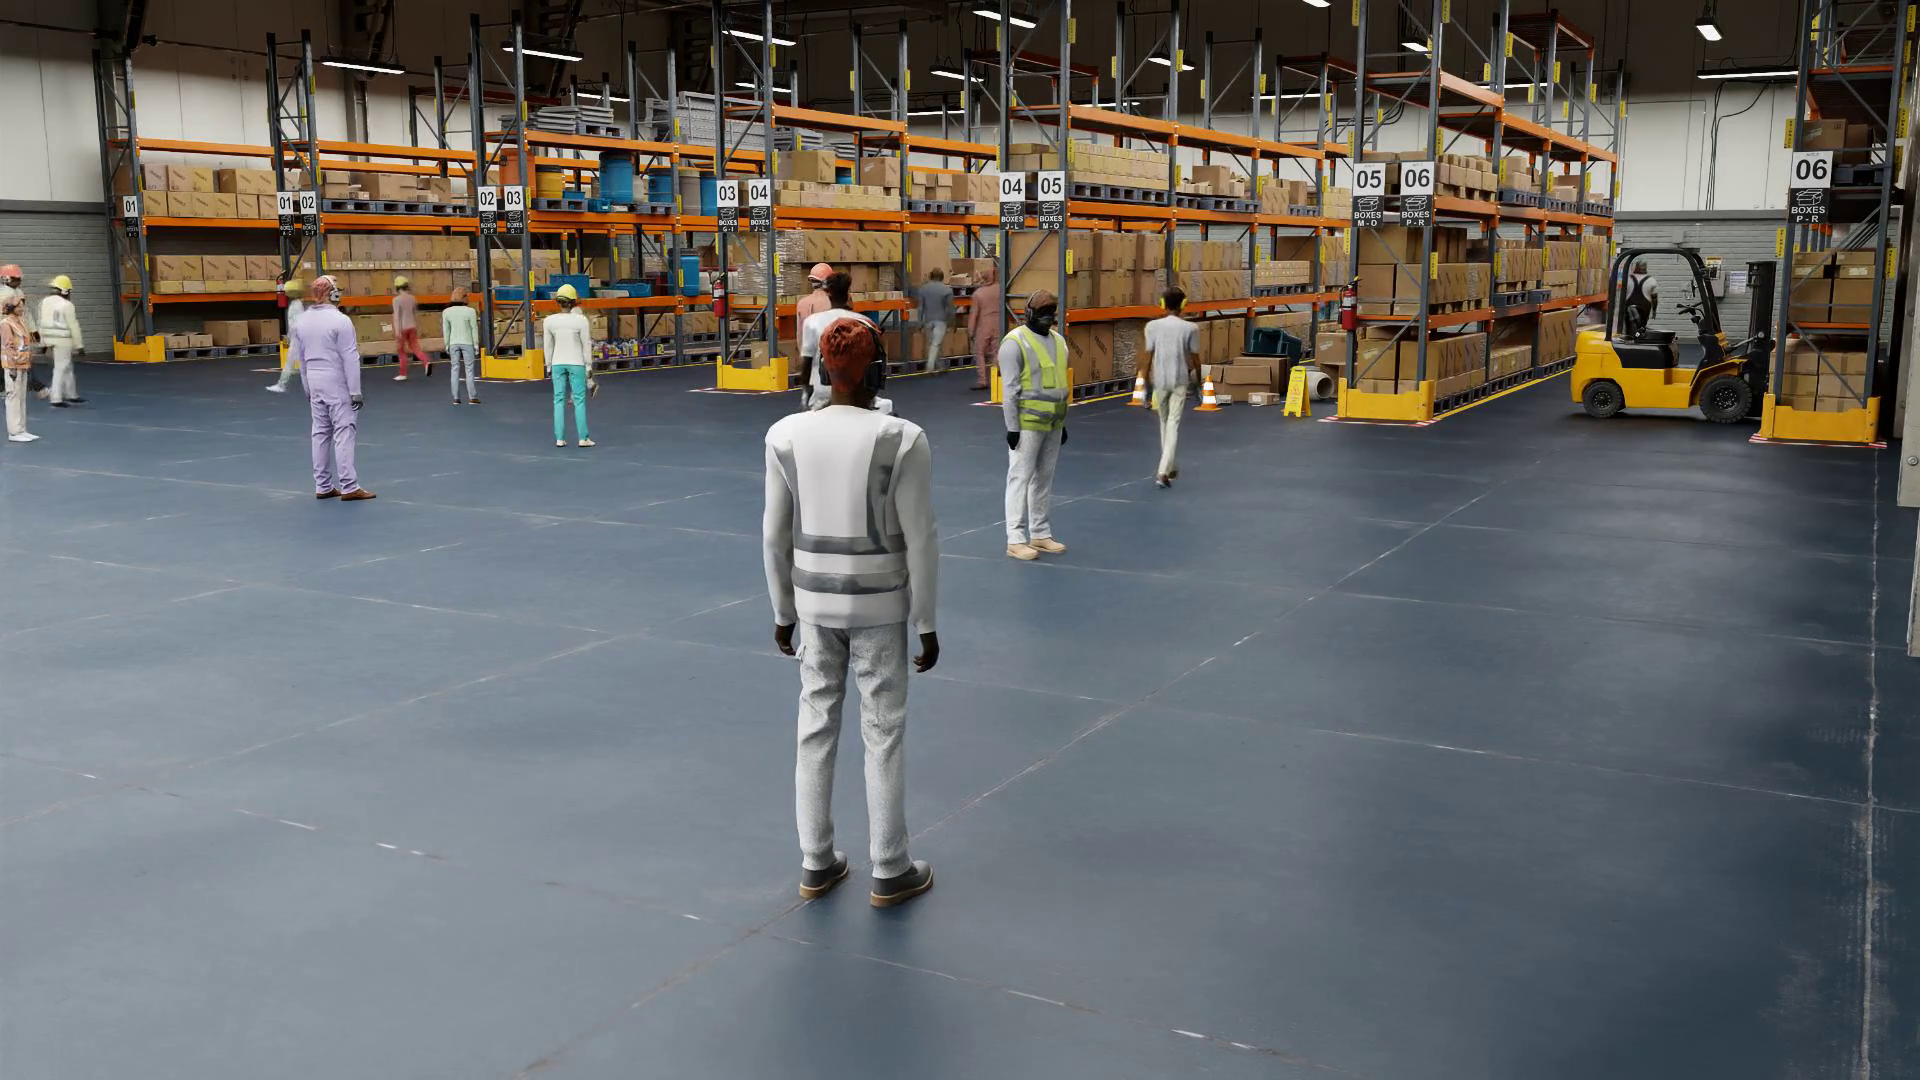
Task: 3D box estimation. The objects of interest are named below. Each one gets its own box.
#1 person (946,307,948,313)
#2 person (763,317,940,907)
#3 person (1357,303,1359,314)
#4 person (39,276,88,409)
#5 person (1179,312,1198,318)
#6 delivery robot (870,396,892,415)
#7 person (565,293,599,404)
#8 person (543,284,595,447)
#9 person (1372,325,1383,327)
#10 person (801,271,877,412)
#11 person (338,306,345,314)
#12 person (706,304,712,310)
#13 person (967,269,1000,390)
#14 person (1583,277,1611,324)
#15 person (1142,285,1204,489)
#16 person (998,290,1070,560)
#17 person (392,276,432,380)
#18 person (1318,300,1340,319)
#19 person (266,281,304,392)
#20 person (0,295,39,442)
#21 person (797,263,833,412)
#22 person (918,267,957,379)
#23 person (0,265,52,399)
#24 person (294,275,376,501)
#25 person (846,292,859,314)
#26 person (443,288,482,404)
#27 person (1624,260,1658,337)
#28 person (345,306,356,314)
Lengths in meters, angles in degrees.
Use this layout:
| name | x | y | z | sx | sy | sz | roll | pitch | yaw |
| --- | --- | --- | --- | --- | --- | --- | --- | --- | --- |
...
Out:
| name | x | y | z | sx | sy | sz | roll | pitch | yaw |
| --- | --- | --- | --- | --- | --- | --- | --- | --- | --- |
| person | -0.377 | -5.082 | 37.001 | 0.547 | 1.683 | 0.371 | 4 | 11 | 24 |
| person | -0.337 | 0.235 | 5.322 | 0.584 | 1.882 | 0.344 | 4 | 10 | 20 |
| person | 9.296 | -5.505 | 38.564 | 0.953 | 1.996 | 0.637 | 2 | 10 | 11 |
| person | -12.174 | -2.693 | 22.706 | 0.613 | 1.796 | 0.781 | 5 | 11 | 27 |
| person | 5.426 | -5.611 | 39.602 | 0.655 | 1.876 | 0.765 | 4 | 11 | 24 |
| delivery robot | -1.056 | -1.487 | 19.013 | 0.477 | 0.478 | 0.707 | 4 | 10 | 22 |
| person | -5.360 | -2.703 | 23.285 | 0.427 | 1.616 | 0.519 | 2 | 10 | 11 |
| person | -4.245 | -1.883 | 18.062 | 0.523 | 1.769 | 0.321 | 1 | 10 | 7 |
| person | 9.238 | -5.092 | 36.592 | 0.515 | 1.860 | 0.325 | 3 | 10 | 16 |
| person | -1.022 | -1.292 | 14.086 | 0.640 | 1.940 | 0.654 | 0 | 10 | -2 |
| person | -12.338 | -4.460 | 32.799 | 0.602 | 1.898 | 0.746 | 3 | 10 | 18 |
| person | -6.380 | -6.213 | 42.693 | 0.610 | 2.021 | 0.581 | 5 | 11 | 25 |
| person | 0.422 | -3.249 | 25.800 | 0.727 | 1.878 | 0.434 | -6 | 11 | -29 |
| person | 13.873 | -5.082 | 36.181 | 0.611 | 1.976 | 0.455 | -3 | 10 | -18 |
| person | 1.924 | -1.383 | 15.018 | 0.530 | 1.825 | 0.992 | 3 | 10 | 17 |
| person | 0.539 | -0.794 | 11.482 | 0.430 | 1.840 | 0.625 | 8 | 13 | 41 |
| person | -9.181 | -3.523 | 27.740 | 0.627 | 1.751 | 0.533 | 5 | 11 | 25 |
| person | 8.497 | -5.379 | 38.456 | 0.936 | 1.802 | 0.566 | -8 | 12 | -38 |
| person | -10.149 | -3.106 | 25.441 | 0.921 | 1.692 | 0.503 | -5 | 11 | -27 |
| person | -10.578 | -1.919 | 18.657 | 0.310 | 1.636 | 0.523 | -3 | 10 | -15 |
| person | -1.479 | -1.960 | 17.845 | 0.609 | 1.995 | 0.378 | 7 | 12 | 36 |
| person | -0.389 | -3.702 | 28.379 | 0.649 | 1.889 | 1.012 | 5 | 11 | 27 |
| person | -13.609 | -2.998 | 24.082 | 1.026 | 1.938 | 0.633 | -1 | 10 | -6 |
| person | -5.316 | -1.286 | 14.150 | 0.639 | 1.913 | 0.409 | 5 | 11 | 27 |
| person | -1.479 | -2.372 | 21.316 | 0.502 | 1.633 | 0.280 | 1 | 10 | 5 |
| person | -6.982 | -2.714 | 23.318 | 0.498 | 1.634 | 0.278 | 1 | 10 | 6 |
| person | 13.945 | -4.767 | 34.148 | 0.706 | 2.000 | 1.004 | 5 | 11 | 26 |
| person | -12.945 | -4.839 | 35.071 | 0.512 | 1.872 | 0.328 | 4 | 10 | 21 |
